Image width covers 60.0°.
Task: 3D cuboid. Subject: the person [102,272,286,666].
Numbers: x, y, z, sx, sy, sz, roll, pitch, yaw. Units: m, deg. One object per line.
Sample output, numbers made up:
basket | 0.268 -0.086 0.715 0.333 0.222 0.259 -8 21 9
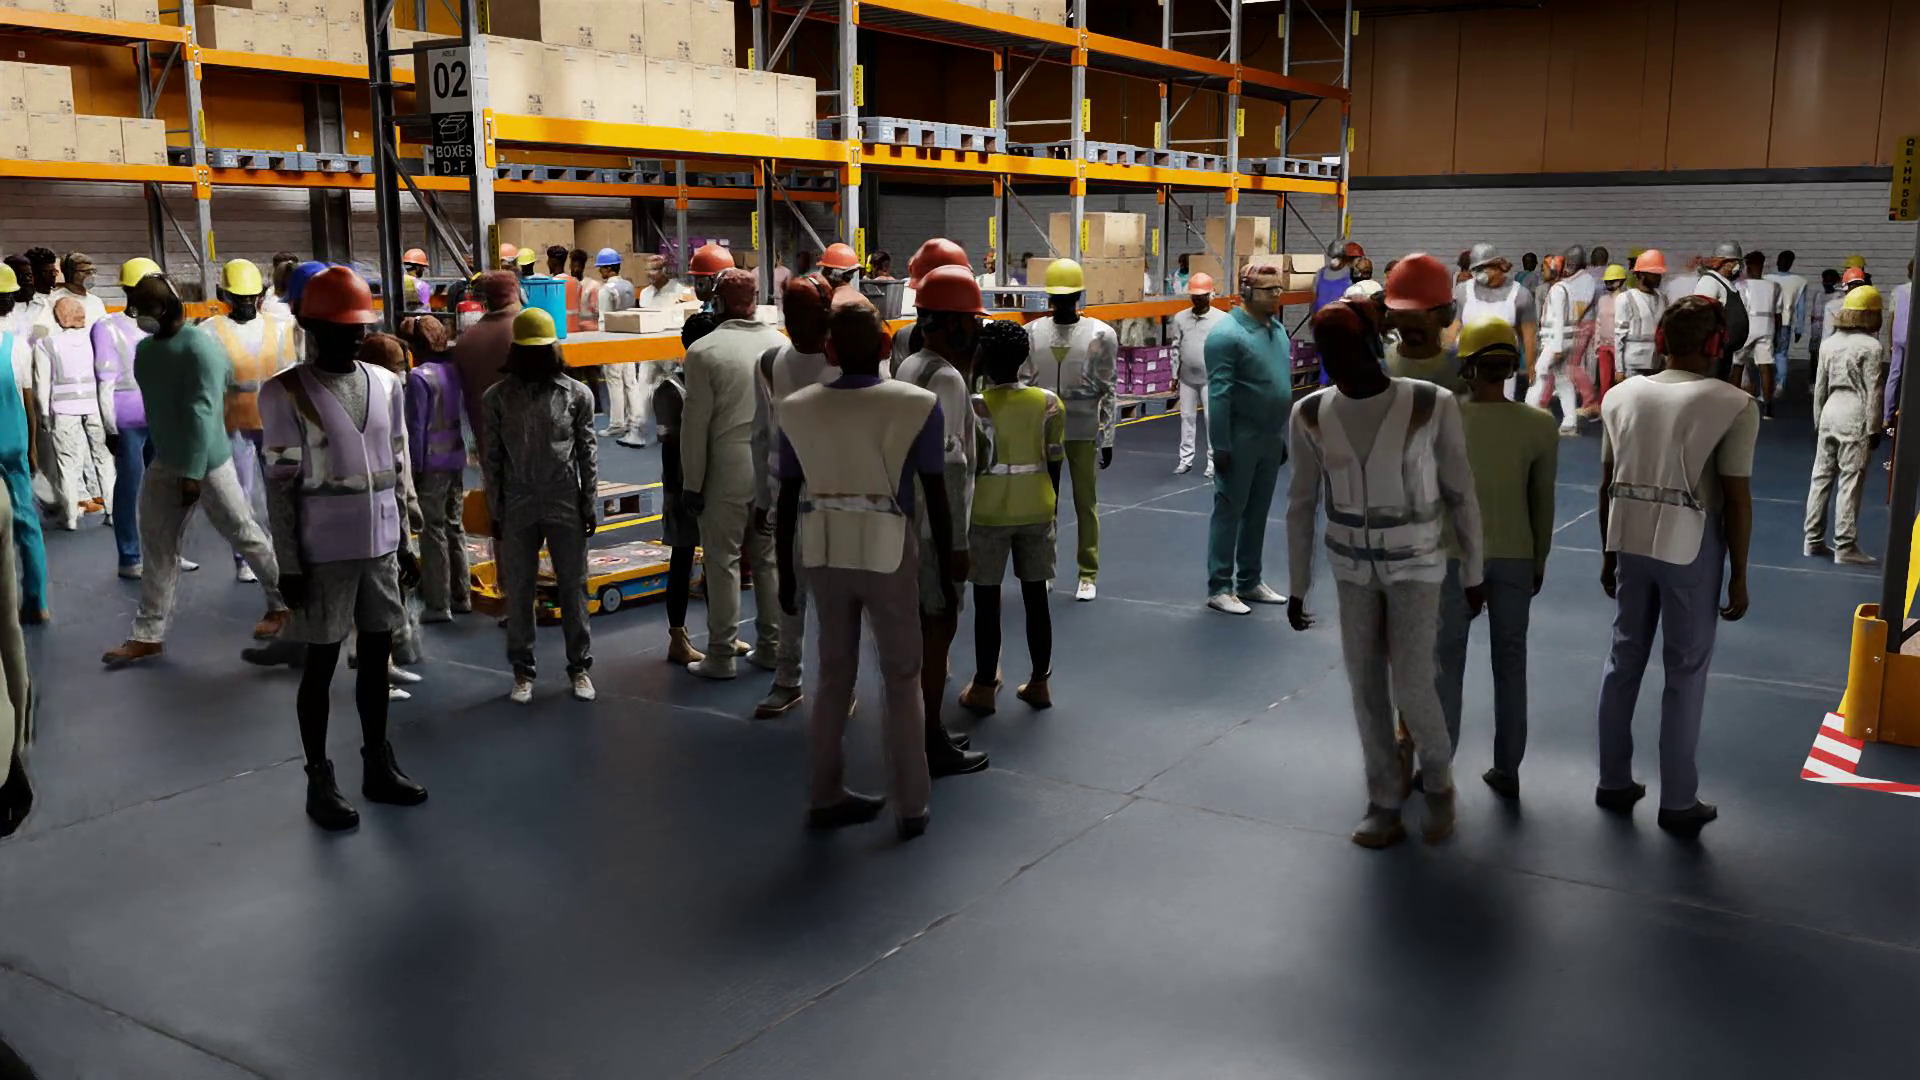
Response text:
person | -3.753 -0.366 8.159 0.646 1.895 0.958 5 12 27

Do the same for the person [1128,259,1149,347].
person | 2.945 -3.779 27.362 0.329 1.751 0.567 -4 11 -21

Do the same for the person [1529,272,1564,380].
person | 7.976 -2.878 22.385 0.410 1.750 0.540 -9 14 -41

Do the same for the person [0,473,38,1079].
person | -2.055 0.466 3.290 0.740 2.001 0.633 2 10 8

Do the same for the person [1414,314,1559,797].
person | 1.882 0.067 6.044 0.525 1.760 0.340 0 10 -2

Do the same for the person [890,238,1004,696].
person | -0.053 -0.302 7.350 0.611 2.030 0.409 4 11 23

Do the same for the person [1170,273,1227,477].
person | 2.052 -1.414 14.279 0.565 1.745 0.348 7 12 34

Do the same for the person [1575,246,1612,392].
person | 8.514 -2.940 22.208 0.635 1.936 0.353 -4 11 -20

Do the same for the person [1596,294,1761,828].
person | 2.449 0.077 5.772 0.390 1.837 0.561 -7 12 -34

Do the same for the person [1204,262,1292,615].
person | 1.601 -0.557 9.089 0.403 1.905 0.651 10 14 43

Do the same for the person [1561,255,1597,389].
person | 8.215 -2.925 22.387 0.738 1.844 0.358 9 14 42

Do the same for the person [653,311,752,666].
person | -1.232 -0.247 7.974 0.320 1.694 0.533 8 13 37

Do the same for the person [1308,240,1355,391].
person | 4.918 -2.940 21.923 0.692 2.000 0.537 7 12 33

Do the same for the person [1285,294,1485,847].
person | 1.381 0.124 5.478 0.617 1.849 0.536 7 13 36

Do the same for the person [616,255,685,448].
person | -2.937 -1.797 16.079 0.647 1.870 0.925 6 12 28

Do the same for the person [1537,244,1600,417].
person | 6.999 -2.415 19.013 0.694 2.000 0.698 -2 10 -9

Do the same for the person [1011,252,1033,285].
person | 1.163 -4.441 30.889 0.560 1.803 0.453 1 10 6

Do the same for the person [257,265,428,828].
person | -2.126 0.039 5.814 0.364 1.896 0.553 7 12 34

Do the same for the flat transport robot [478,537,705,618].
flat transport robot | -1.946 0.196 9.449 0.652 0.197 1.431 8 13 37

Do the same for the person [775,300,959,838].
person | -0.327 0.110 5.639 0.652 1.824 0.435 2 11 13

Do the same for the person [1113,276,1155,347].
person | 2.488 -3.103 23.429 0.680 1.841 0.315 -2 10 -11

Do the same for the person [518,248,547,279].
person | -5.583 -2.819 21.593 0.586 1.917 0.380 1 10 3

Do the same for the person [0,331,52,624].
person | -5.021 -0.435 8.611 0.349 1.839 0.504 5 12 27

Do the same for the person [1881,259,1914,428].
person | 10.156 -2.094 17.777 0.328 1.842 0.516 -5 11 -24

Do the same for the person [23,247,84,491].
person | -7.363 -1.372 13.438 0.366 1.967 0.603 1 10 8

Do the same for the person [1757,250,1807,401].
person | 10.236 -2.676 20.851 0.600 1.898 0.446 2 10 11

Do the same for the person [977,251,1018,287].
person | 0.499 -2.760 21.294 0.592 1.911 0.398 6 12 30

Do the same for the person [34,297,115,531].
person | -6.182 -0.884 11.673 0.515 1.628 0.322 -9 14 -41

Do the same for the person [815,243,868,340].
person | -0.852 -1.130 12.014 0.375 1.997 0.612 4 11 21

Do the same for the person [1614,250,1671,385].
person | 5.869 -1.505 14.292 0.556 1.929 0.378 -4 11 -20

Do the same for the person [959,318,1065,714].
person | 0.203 -0.093 7.119 0.533 1.694 0.320 -4 11 -23

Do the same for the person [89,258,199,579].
person | -4.894 -0.727 10.006 0.402 1.918 0.592 5 11 24

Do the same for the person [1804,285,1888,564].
person | 5.613 -0.727 10.486 0.319 1.742 0.492 -3 11 -16
